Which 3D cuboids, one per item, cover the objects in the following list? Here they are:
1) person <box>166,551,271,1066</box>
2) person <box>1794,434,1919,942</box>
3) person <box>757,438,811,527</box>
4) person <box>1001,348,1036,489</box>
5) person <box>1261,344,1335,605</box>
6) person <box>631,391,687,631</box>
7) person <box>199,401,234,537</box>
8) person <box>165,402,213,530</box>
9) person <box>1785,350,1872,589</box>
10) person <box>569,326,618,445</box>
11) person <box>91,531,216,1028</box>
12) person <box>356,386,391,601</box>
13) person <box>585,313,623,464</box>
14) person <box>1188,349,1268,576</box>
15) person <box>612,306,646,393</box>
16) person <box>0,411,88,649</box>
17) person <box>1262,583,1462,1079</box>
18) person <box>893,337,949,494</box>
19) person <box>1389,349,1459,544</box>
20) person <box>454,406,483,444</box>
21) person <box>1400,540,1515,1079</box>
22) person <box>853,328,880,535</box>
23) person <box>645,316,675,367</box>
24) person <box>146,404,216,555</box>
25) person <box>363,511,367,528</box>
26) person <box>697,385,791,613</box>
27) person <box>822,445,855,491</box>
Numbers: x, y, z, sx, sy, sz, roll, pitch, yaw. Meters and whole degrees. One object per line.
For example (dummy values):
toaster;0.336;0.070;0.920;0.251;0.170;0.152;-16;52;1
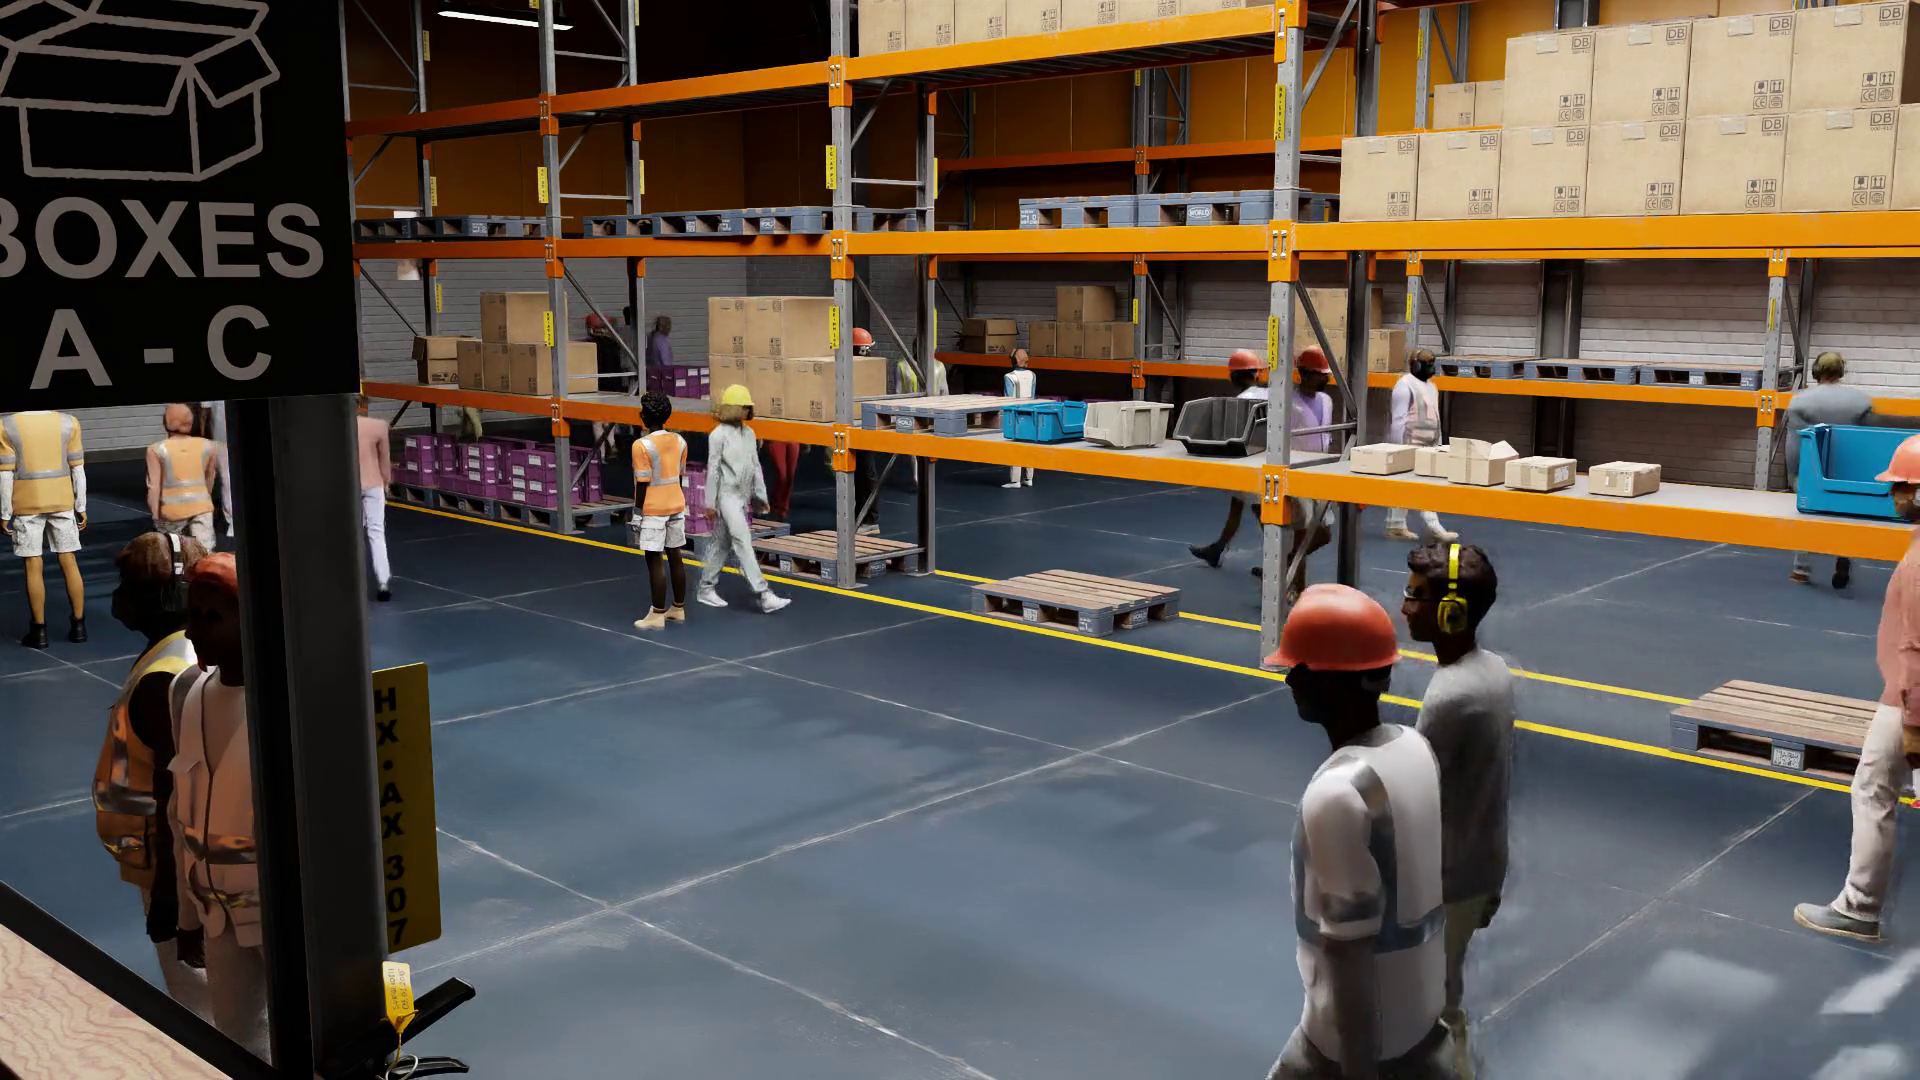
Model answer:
person;-1.742;0.952;4.161;0.575;1.882;0.361;4;10;25
person;3.658;0.590;6.133;0.623;1.967;0.838;-8;12;-40
person;-1.702;-0.969;16.390;0.563;1.725;0.559;-6;11;-32
person;0.688;-1.412;19.396;0.309;1.641;0.515;8;12;41
person;2.483;-0.427;12.185;0.631;2.023;0.606;-8;12;-42
person;-2.143;-0.206;11.829;0.318;1.697;0.535;5;10;27
person;-6.879;-0.895;15.654;0.542;1.834;0.873;-4;10;-23
person;-7.599;-1.018;16.523;0.536;1.802;0.959;-4;10;-23
person;6.906;-0.546;13.247;0.639;1.922;0.754;2;9;12
person;-5.398;-2.308;24.094;0.831;1.913;0.554;-6;11;-32
person;-2.184;0.886;4.681;0.429;1.847;0.625;-3;10;-17
person;-4.668;-0.399;12.932;0.525;1.724;0.903;-5;10;-28
person;-4.757;-1.986;21.853;0.642;1.982;0.435;-9;13;-42
person;2.335;-0.643;13.908;0.972;1.885;0.567;6;11;32
person;-5.388;-2.848;27.198;0.613;1.963;0.361;4;10;22
person;-6.227;-0.235;11.274;0.552;1.933;0.374;-9;13;-42
person;0.979;1.045;3.712;1.054;1.891;0.559;8;12;39
person;-0.434;-1.444;19.104;0.643;1.809;0.866;-3;10;-17
person;4.377;-0.861;15.481;0.848;1.811;0.654;7;12;39
person;-6.430;-1.768;21.705;0.816;1.597;0.535;1;9;6
person;1.242;0.918;4.482;0.476;1.853;0.513;4;10;23
person;-0.961;-1.048;16.081;0.375;1.995;0.611;-4;10;-23
person;-4.498;-2.390;24.708;0.562;1.866;0.681;-6;11;-31
person;-5.645;-0.192;12.068;0.509;1.587;0.877;-8;12;-40
person;-6.162;-1.032;16.373;0.912;1.878;0.653;1;9;6
person;-1.640;-0.306;12.406;0.905;1.694;0.495;5;10;27
person;-1.239;-1.124;17.668;0.455;1.624;0.572;7;12;38
